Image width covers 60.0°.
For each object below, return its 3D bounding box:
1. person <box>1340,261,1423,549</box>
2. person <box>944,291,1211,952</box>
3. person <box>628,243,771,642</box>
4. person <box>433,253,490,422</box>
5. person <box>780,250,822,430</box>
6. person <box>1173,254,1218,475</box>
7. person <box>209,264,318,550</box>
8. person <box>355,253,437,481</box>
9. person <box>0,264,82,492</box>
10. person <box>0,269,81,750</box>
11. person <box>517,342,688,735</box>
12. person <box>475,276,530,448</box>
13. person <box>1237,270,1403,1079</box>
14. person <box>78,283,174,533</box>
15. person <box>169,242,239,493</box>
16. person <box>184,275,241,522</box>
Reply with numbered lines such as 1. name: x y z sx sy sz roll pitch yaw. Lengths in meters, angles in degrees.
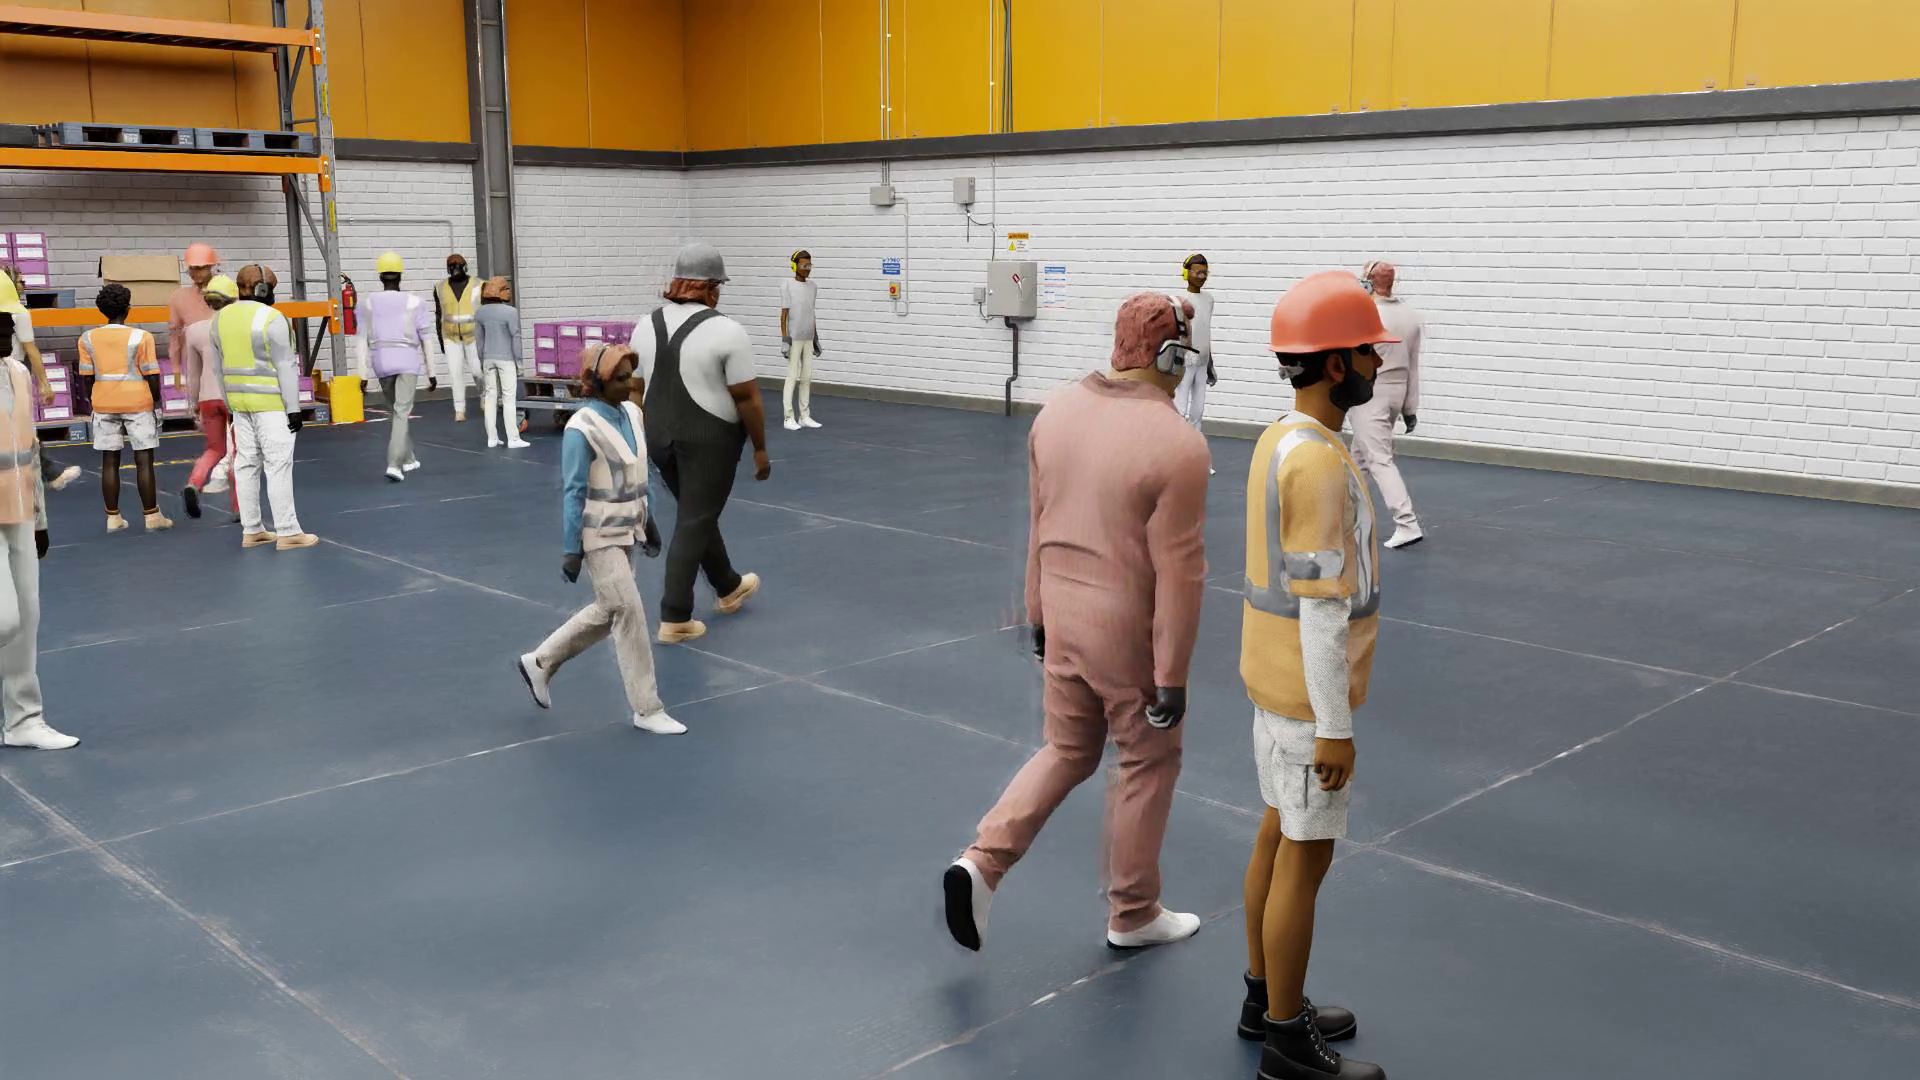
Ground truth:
1. person: 2.727 -0.890 10.898 0.659 1.865 0.977 -8 13 -37
2. person: 0.351 0.271 4.519 0.744 1.875 0.695 -8 13 -37
3. person: -1.299 -0.546 8.519 0.698 2.000 1.031 6 12 31
4. person: -5.439 -2.225 18.263 0.633 1.828 0.585 -1 10 -6
5. person: -1.662 -2.086 17.418 0.309 1.859 0.534 9 14 41
6. person: 1.962 -1.462 13.990 0.533 1.866 0.315 -8 13 -36
7. person: -4.498 -0.852 10.756 0.621 1.837 0.429 4 11 22
8. person: -4.710 -1.444 13.881 0.599 1.877 1.008 0 10 -2
9. person: -7.173 -1.206 12.778 0.524 1.797 0.917 5 12 28
10. person: -3.770 -0.098 6.421 0.491 1.913 0.612 1 10 7
11. person: -1.488 -0.008 6.755 0.730 1.608 0.534 3 11 14
12. person: -4.388 -1.694 15.891 0.498 1.634 0.283 4 11 23
13. person: 0.844 0.342 3.950 0.347 1.943 0.544 0 10 1
14. person: -5.686 -0.890 11.328 0.536 1.700 0.318 0 10 -1
15. person: -5.980 -1.395 13.354 0.632 1.974 0.835 0 10 1
16. person: -5.183 -0.969 11.638 0.522 1.749 0.586 1 10 7
